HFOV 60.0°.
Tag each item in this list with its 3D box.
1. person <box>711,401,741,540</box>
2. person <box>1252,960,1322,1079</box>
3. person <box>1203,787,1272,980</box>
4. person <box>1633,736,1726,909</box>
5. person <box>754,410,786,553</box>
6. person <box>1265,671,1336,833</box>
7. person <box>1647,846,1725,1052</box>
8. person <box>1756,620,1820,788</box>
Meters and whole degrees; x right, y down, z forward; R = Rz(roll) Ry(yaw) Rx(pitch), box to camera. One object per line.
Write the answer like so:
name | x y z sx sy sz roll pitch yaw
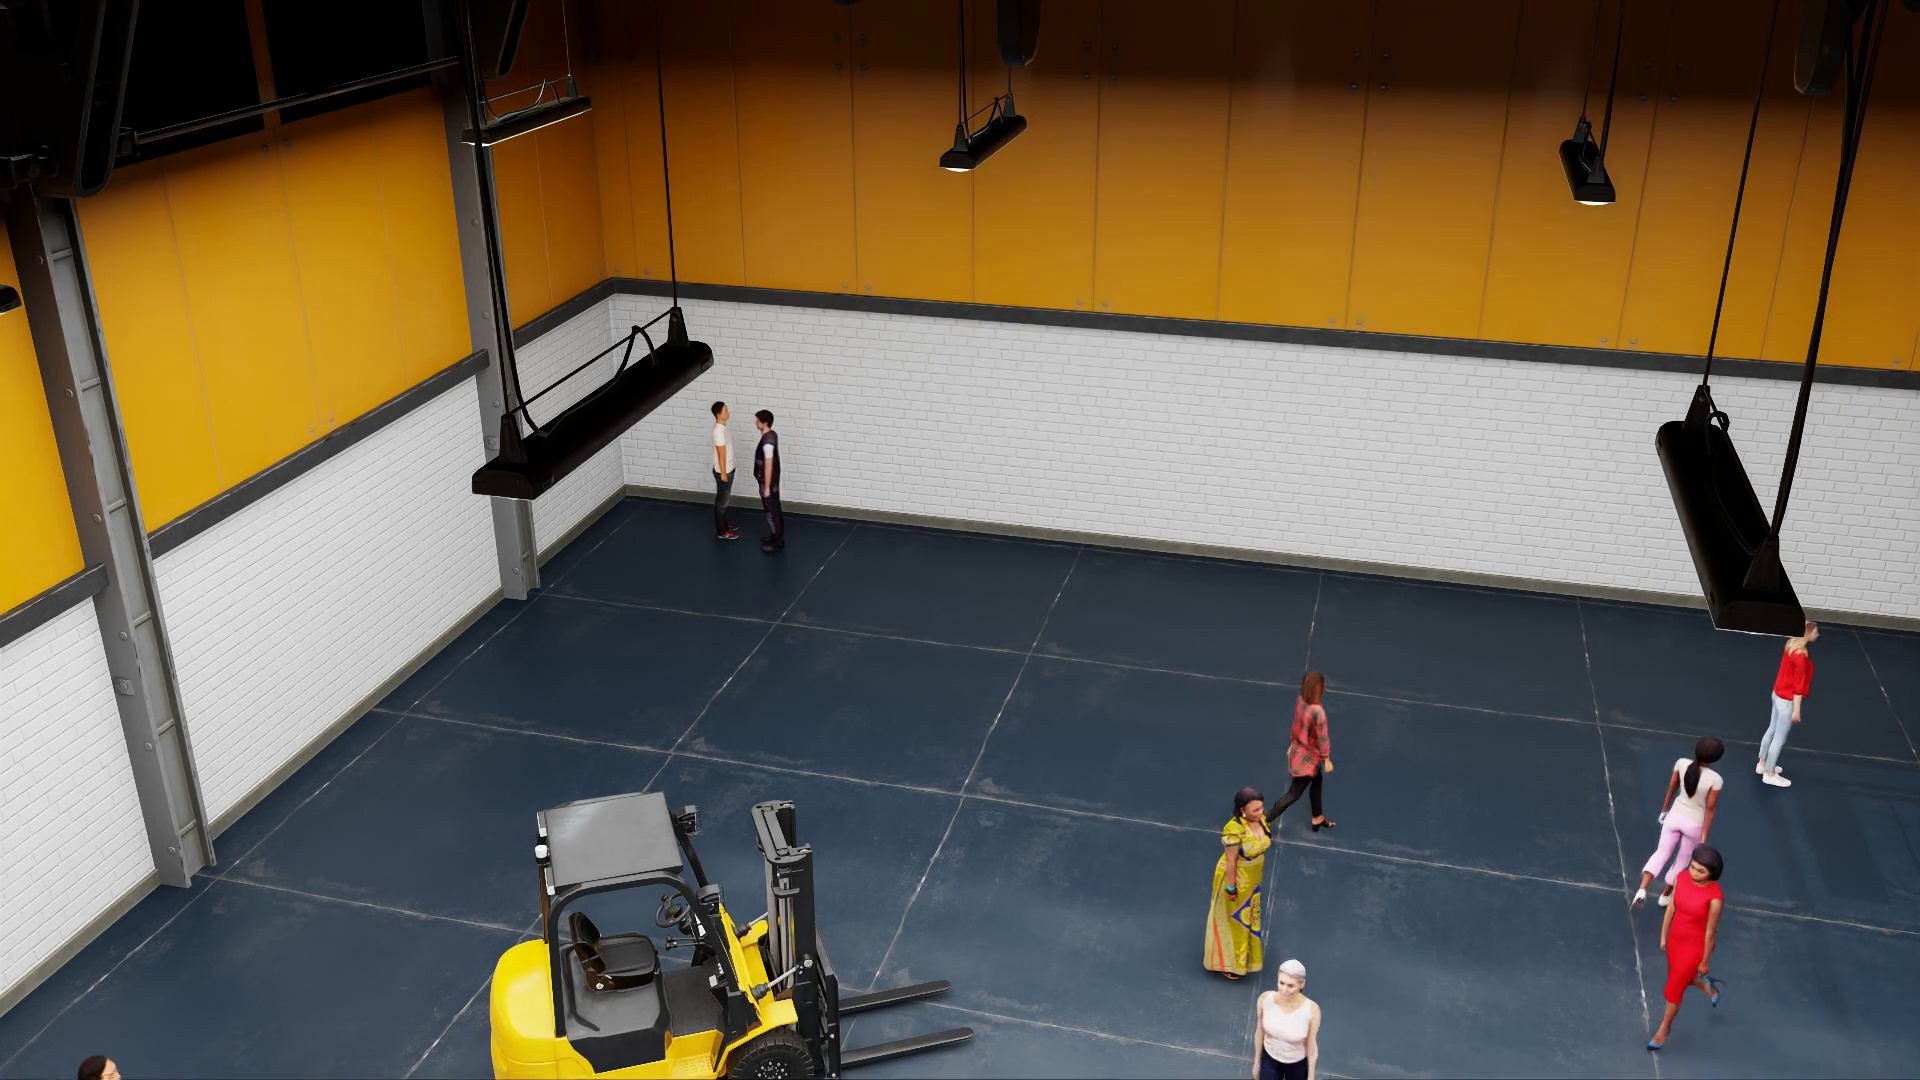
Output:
person | -3.041 -0.916 21.281 0.760 1.804 0.602 -2 24 -4
person | 2.226 3.522 11.285 0.714 1.678 1.112 10 26 22
person | 2.233 2.682 13.229 1.042 1.660 0.908 18 29 35
person | 5.994 2.399 13.805 1.036 1.718 0.922 -20 31 -38
person | -2.374 -0.761 20.874 0.782 1.846 0.632 -2 24 -4
person | 3.019 1.972 14.848 0.994 1.664 1.120 -5 24 -11
person | 5.487 3.013 12.400 1.028 1.717 0.998 -12 26 -25
person | 7.865 1.524 15.824 0.696 1.704 0.474 4 24 9
